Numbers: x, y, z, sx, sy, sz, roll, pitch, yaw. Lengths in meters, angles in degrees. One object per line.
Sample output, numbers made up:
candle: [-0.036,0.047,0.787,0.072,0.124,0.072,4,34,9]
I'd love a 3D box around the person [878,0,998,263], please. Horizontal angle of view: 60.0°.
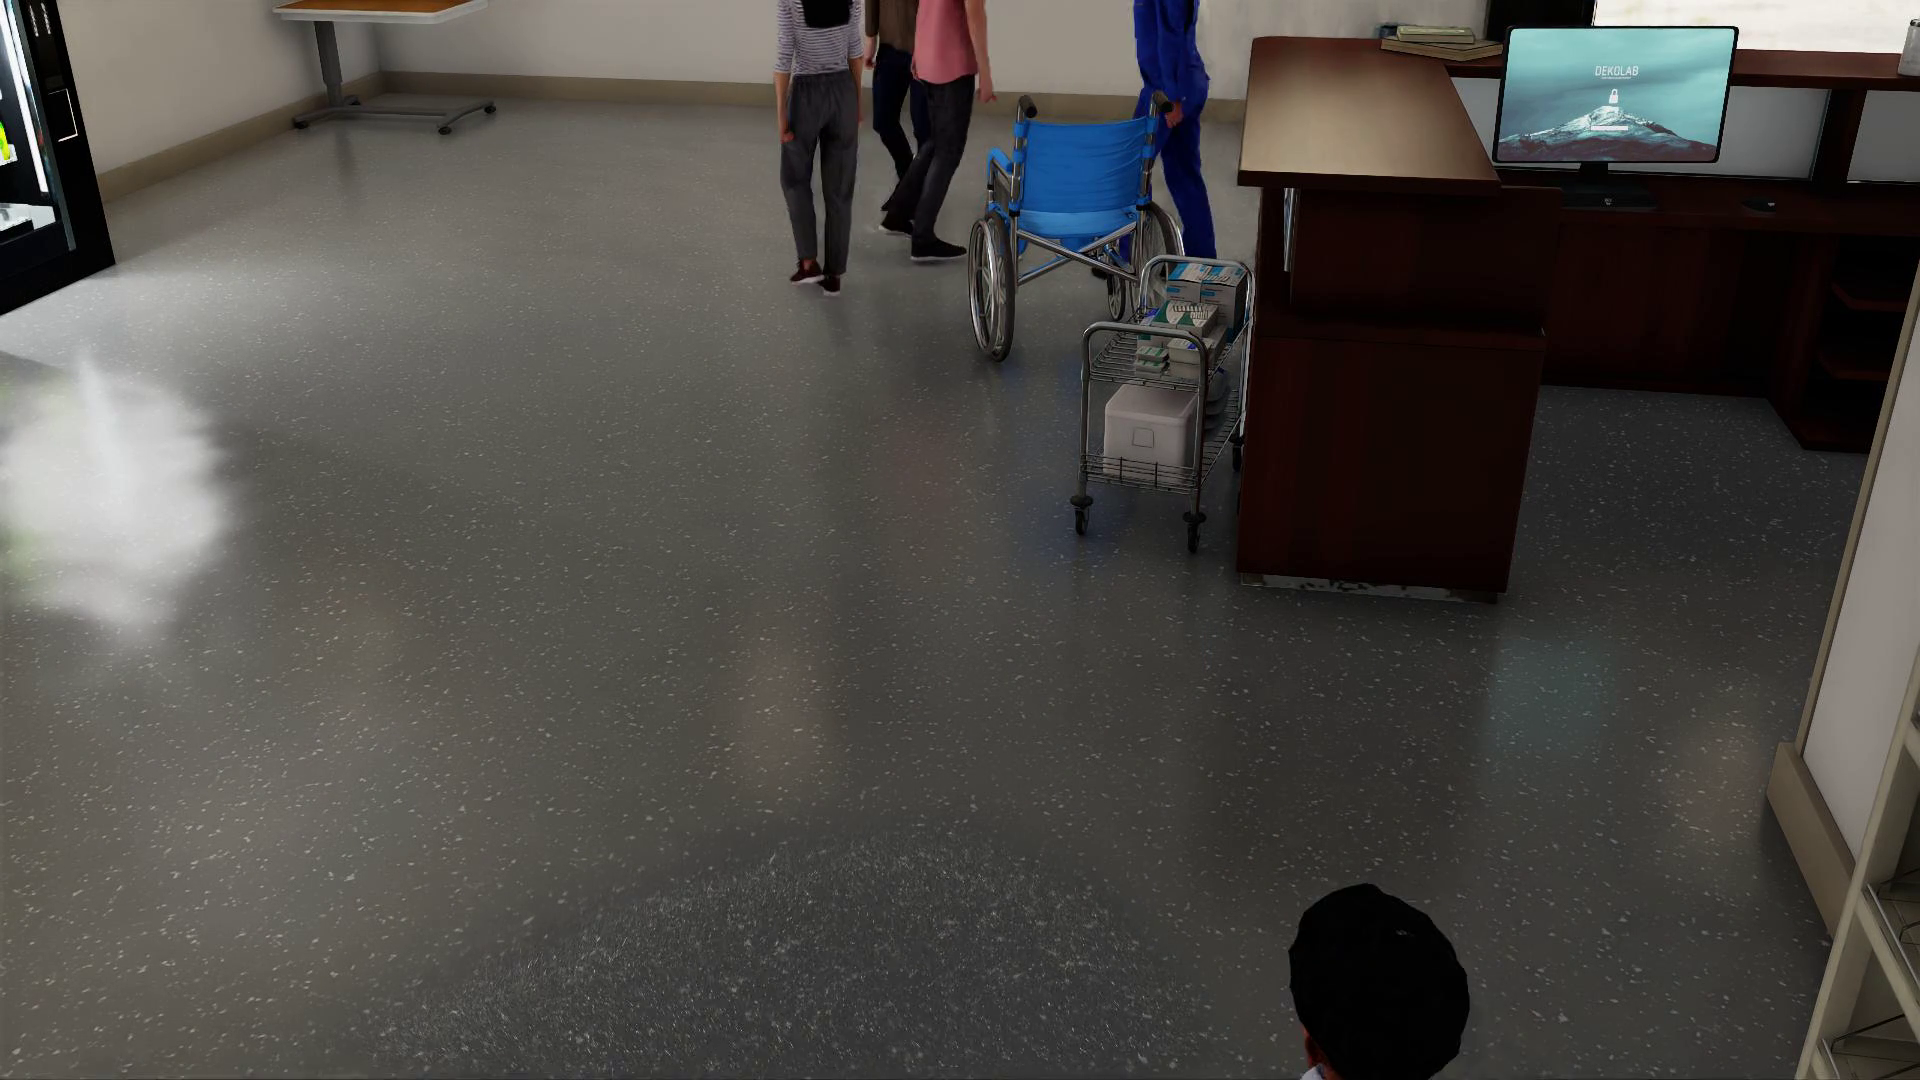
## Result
person: [-0.116,-2.302,8.133,0.960,1.926,0.864,-18,31,-33]

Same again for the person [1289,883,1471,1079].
person: [0.470,0.998,2.062,0.570,1.215,0.581,-6,26,-12]

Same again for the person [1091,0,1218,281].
person: [1.086,-2.096,7.857,0.845,1.793,0.780,4,26,8]

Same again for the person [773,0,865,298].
person: [-0.601,-1.947,7.628,0.711,1.725,0.722,-9,27,-17]

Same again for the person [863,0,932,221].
person: [-0.230,-2.659,8.951,0.749,1.859,0.745,14,29,27]
